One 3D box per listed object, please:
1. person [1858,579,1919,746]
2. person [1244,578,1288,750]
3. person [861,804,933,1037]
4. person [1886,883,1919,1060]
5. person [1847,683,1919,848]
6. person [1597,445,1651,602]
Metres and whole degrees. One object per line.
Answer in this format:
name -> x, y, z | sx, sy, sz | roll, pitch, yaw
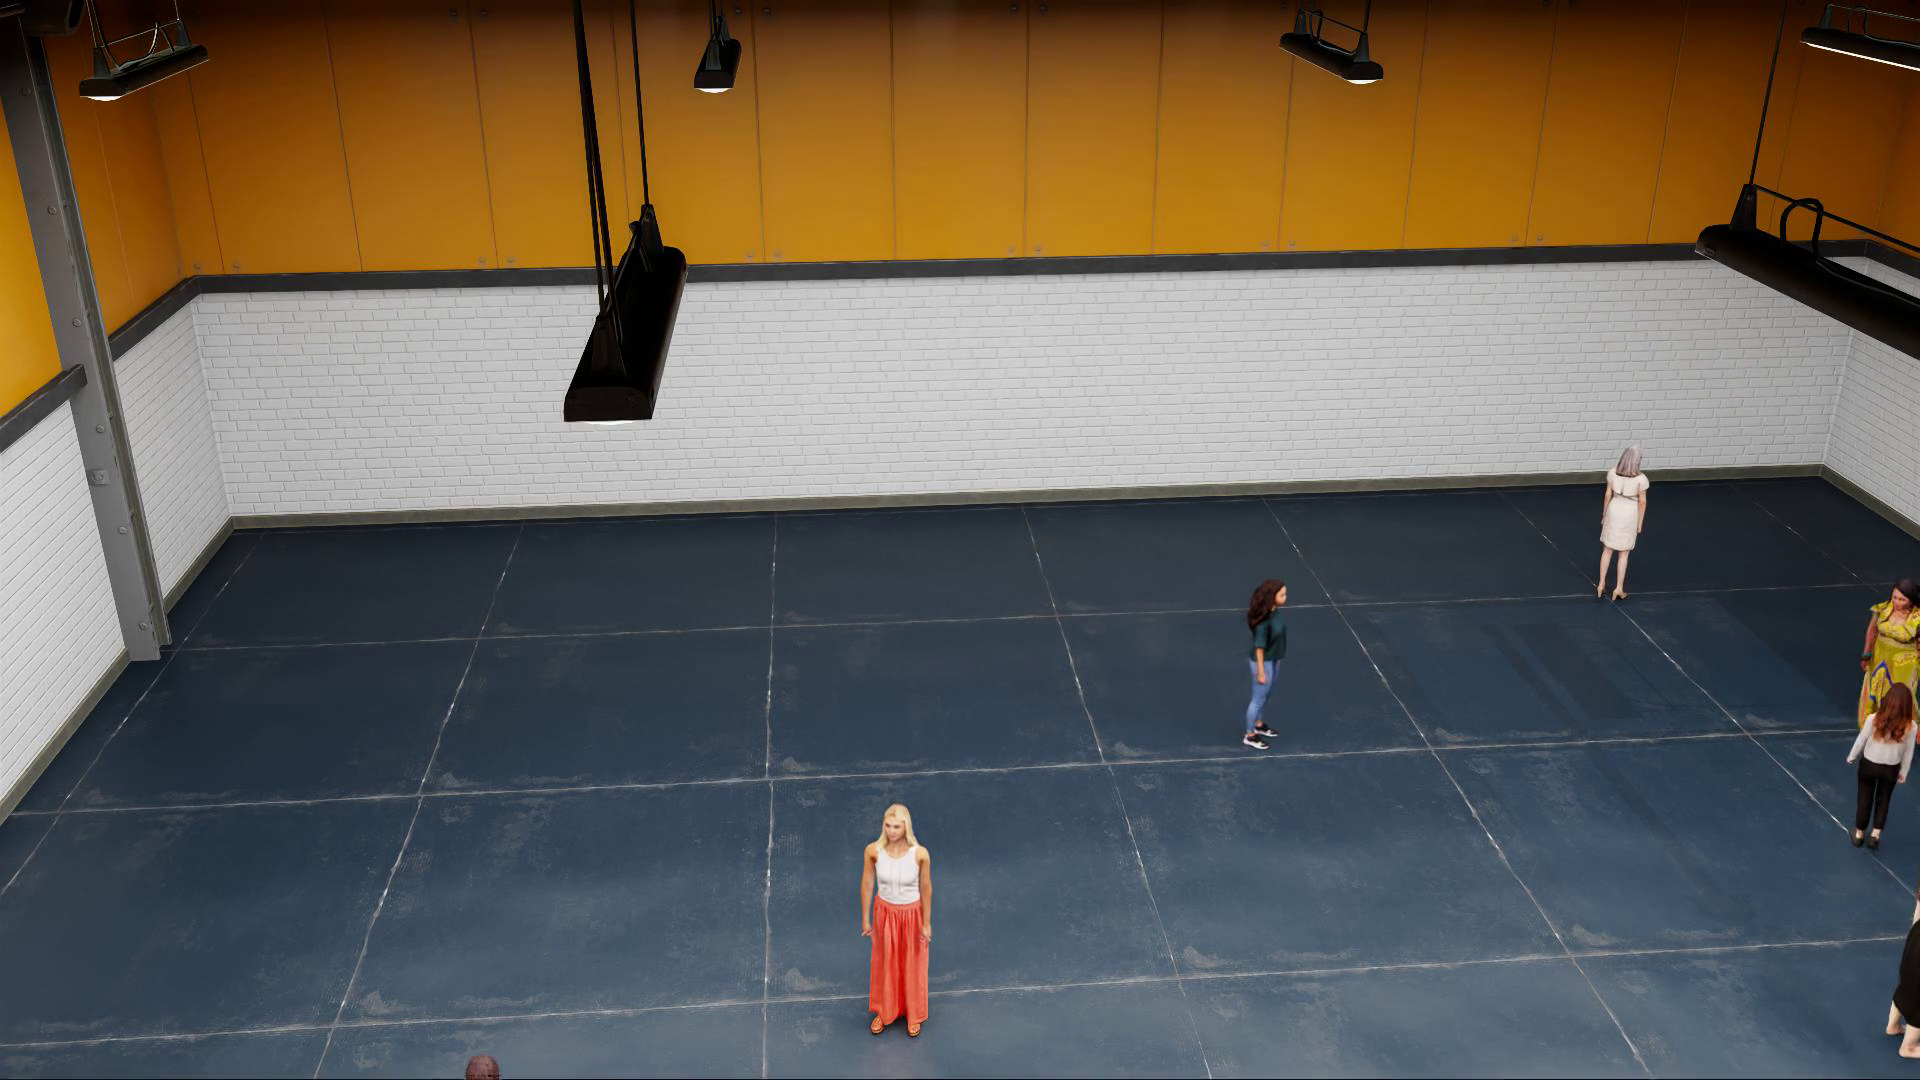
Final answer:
person -> 8.404, 1.072, 14.910 | 1.040, 1.642, 0.926 | -21, 31, -39
person -> 2.725, 1.082, 14.919 | 0.766, 1.616, 0.684 | 11, 26, 24
person -> -0.412, 2.566, 11.292 | 0.676, 1.802, 0.641 | 3, 24, 6
person -> 6.424, 2.764, 11.068 | 0.651, 1.619, 0.541 | -1, 24, -3
person -> 7.380, 1.846, 13.341 | 0.645, 1.479, 0.651 | 8, 25, 17
person -> 7.035, -0.189, 17.676 | 0.683, 1.736, 0.741 | 18, 29, 35
